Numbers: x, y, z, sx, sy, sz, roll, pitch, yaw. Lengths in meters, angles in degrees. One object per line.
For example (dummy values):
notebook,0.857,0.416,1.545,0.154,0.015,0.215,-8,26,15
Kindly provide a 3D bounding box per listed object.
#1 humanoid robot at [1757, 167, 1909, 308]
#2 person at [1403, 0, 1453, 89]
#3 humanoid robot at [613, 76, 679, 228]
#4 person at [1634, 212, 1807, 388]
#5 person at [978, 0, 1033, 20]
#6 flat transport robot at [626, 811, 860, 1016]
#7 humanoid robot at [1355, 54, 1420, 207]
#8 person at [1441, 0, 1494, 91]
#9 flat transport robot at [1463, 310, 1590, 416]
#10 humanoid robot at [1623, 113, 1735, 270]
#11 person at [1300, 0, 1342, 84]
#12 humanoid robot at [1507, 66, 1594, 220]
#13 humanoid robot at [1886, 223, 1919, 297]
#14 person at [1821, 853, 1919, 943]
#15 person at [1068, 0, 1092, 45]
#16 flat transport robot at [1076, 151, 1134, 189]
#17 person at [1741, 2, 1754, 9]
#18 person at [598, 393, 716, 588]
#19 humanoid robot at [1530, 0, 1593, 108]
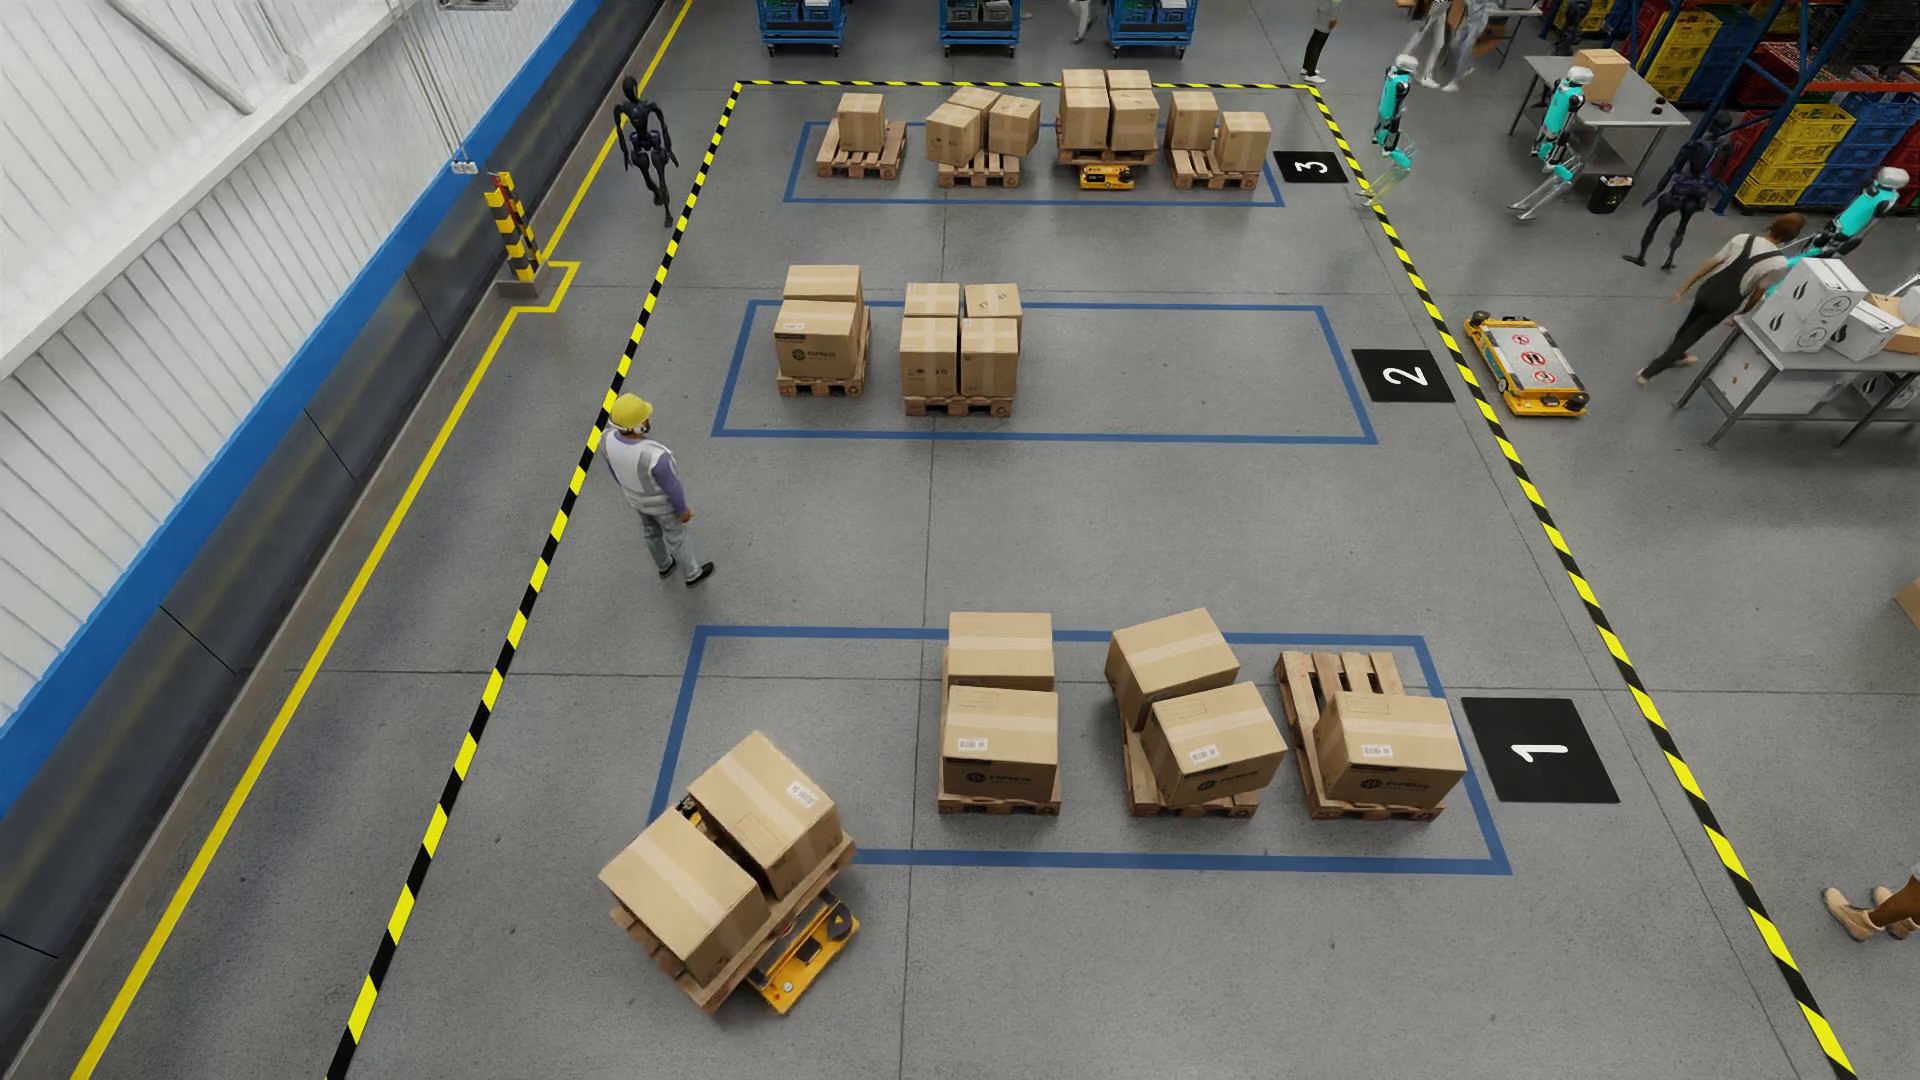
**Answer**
humanoid robot,8.161,-2.843,9.031,0.964,1.764,0.544,14,51,12
person,6.726,-7.337,12.851,0.698,1.819,0.861,-23,53,-19
humanoid robot,-3.578,-4.502,10.522,0.609,1.640,0.722,-7,50,-6
person,6.950,-2.194,8.427,0.824,1.790,0.600,-19,52,-16
person,0.713,-9.160,14.332,0.958,1.984,0.589,-14,51,-12
flat transport robot,-1.369,2.152,5.652,1.431,0.197,0.652,31,56,24
humanoid robot,5.056,-4.666,10.512,0.735,1.677,0.533,1,49,1
person,7.218,-7.217,12.830,0.414,1.710,0.572,-5,49,-4
flat transport robot,5.573,-1.757,9.054,0.659,0.231,1.431,1,49,1
humanoid robot,7.753,-3.659,9.772,0.609,1.648,0.467,6,49,5
person,5.253,-7.500,12.980,0.396,1.850,0.587,3,49,3
humanoid robot,6.803,-4.429,10.309,0.735,1.674,0.533,1,49,1
humanoid robot,10.365,-3.312,9.437,0.965,1.761,0.540,-20,52,-16
person,5.584,1.658,4.928,0.613,2.039,0.389,1,49,1
person,1.909,-8.523,13.879,0.449,1.819,0.609,-28,55,-22
flat transport robot,1.845,-4.982,11.827,0.652,0.197,1.431,1,49,1
person,12.817,-9.545,14.740,1.014,1.880,0.537,14,51,12
person,-2.252,-0.339,6.792,0.591,1.832,0.404,22,53,18
humanoid robot,8.273,-6.744,12.444,0.471,1.644,0.606,16,51,14
